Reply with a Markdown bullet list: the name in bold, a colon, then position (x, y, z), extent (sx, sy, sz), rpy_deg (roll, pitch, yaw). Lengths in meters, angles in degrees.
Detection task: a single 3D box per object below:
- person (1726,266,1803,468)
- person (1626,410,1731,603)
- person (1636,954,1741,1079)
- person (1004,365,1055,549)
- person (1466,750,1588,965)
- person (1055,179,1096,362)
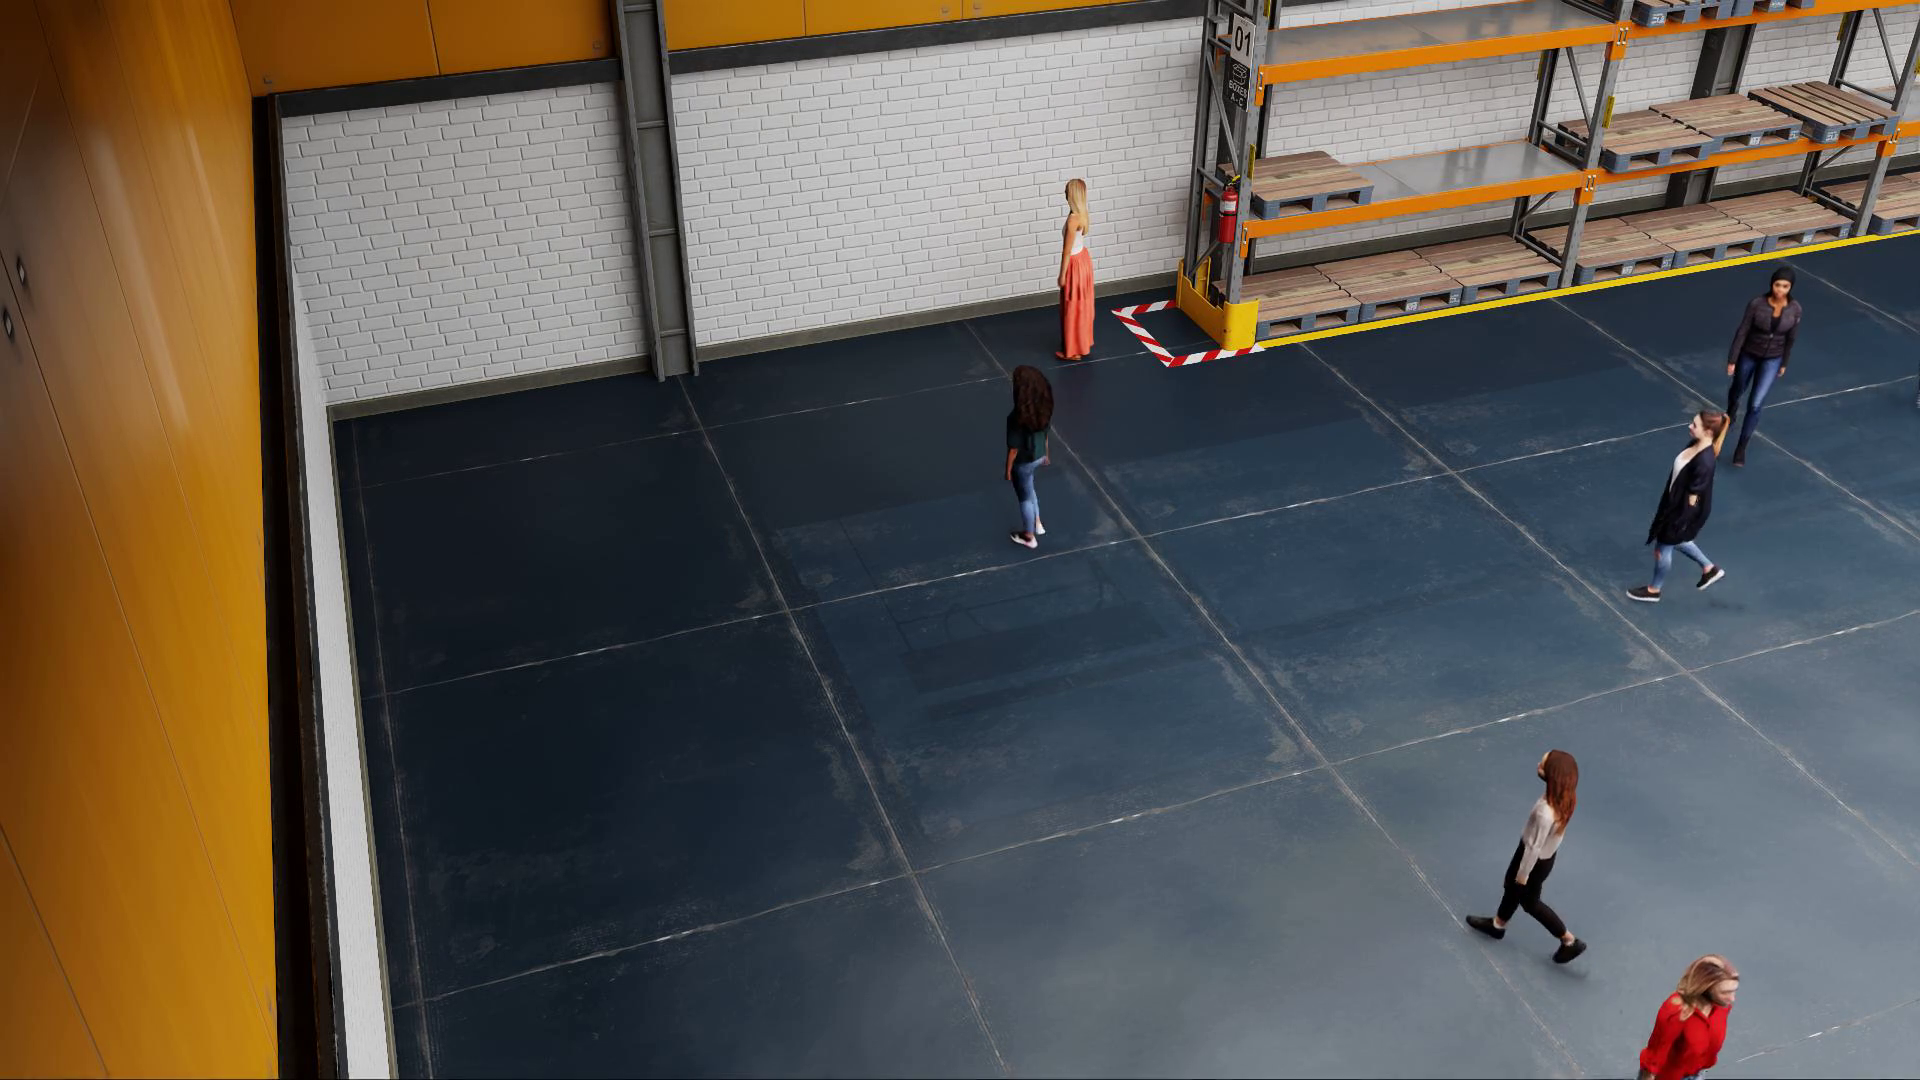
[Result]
- **person**: position (6.940, -1.580, 14.485), extent (1.173, 1.710, 1.177), rpy_deg (12, 35, 17)
- **person**: position (5.516, -0.216, 12.468), extent (1.009, 1.670, 0.894), rpy_deg (8, 34, 11)
- **person**: position (3.446, 2.603, 8.202), extent (0.771, 1.698, 0.702), rpy_deg (-13, 36, -19)
- **person**: position (0.593, -0.620, 13.131), extent (0.778, 1.611, 0.697), rpy_deg (25, 41, 32)
- **person**: position (3.378, 1.844, 9.553), extent (0.946, 1.466, 0.934), rpy_deg (20, 38, 27)
- **person**: position (1.110, -2.588, 15.917), extent (0.751, 1.802, 0.714), rpy_deg (9, 35, 14)
